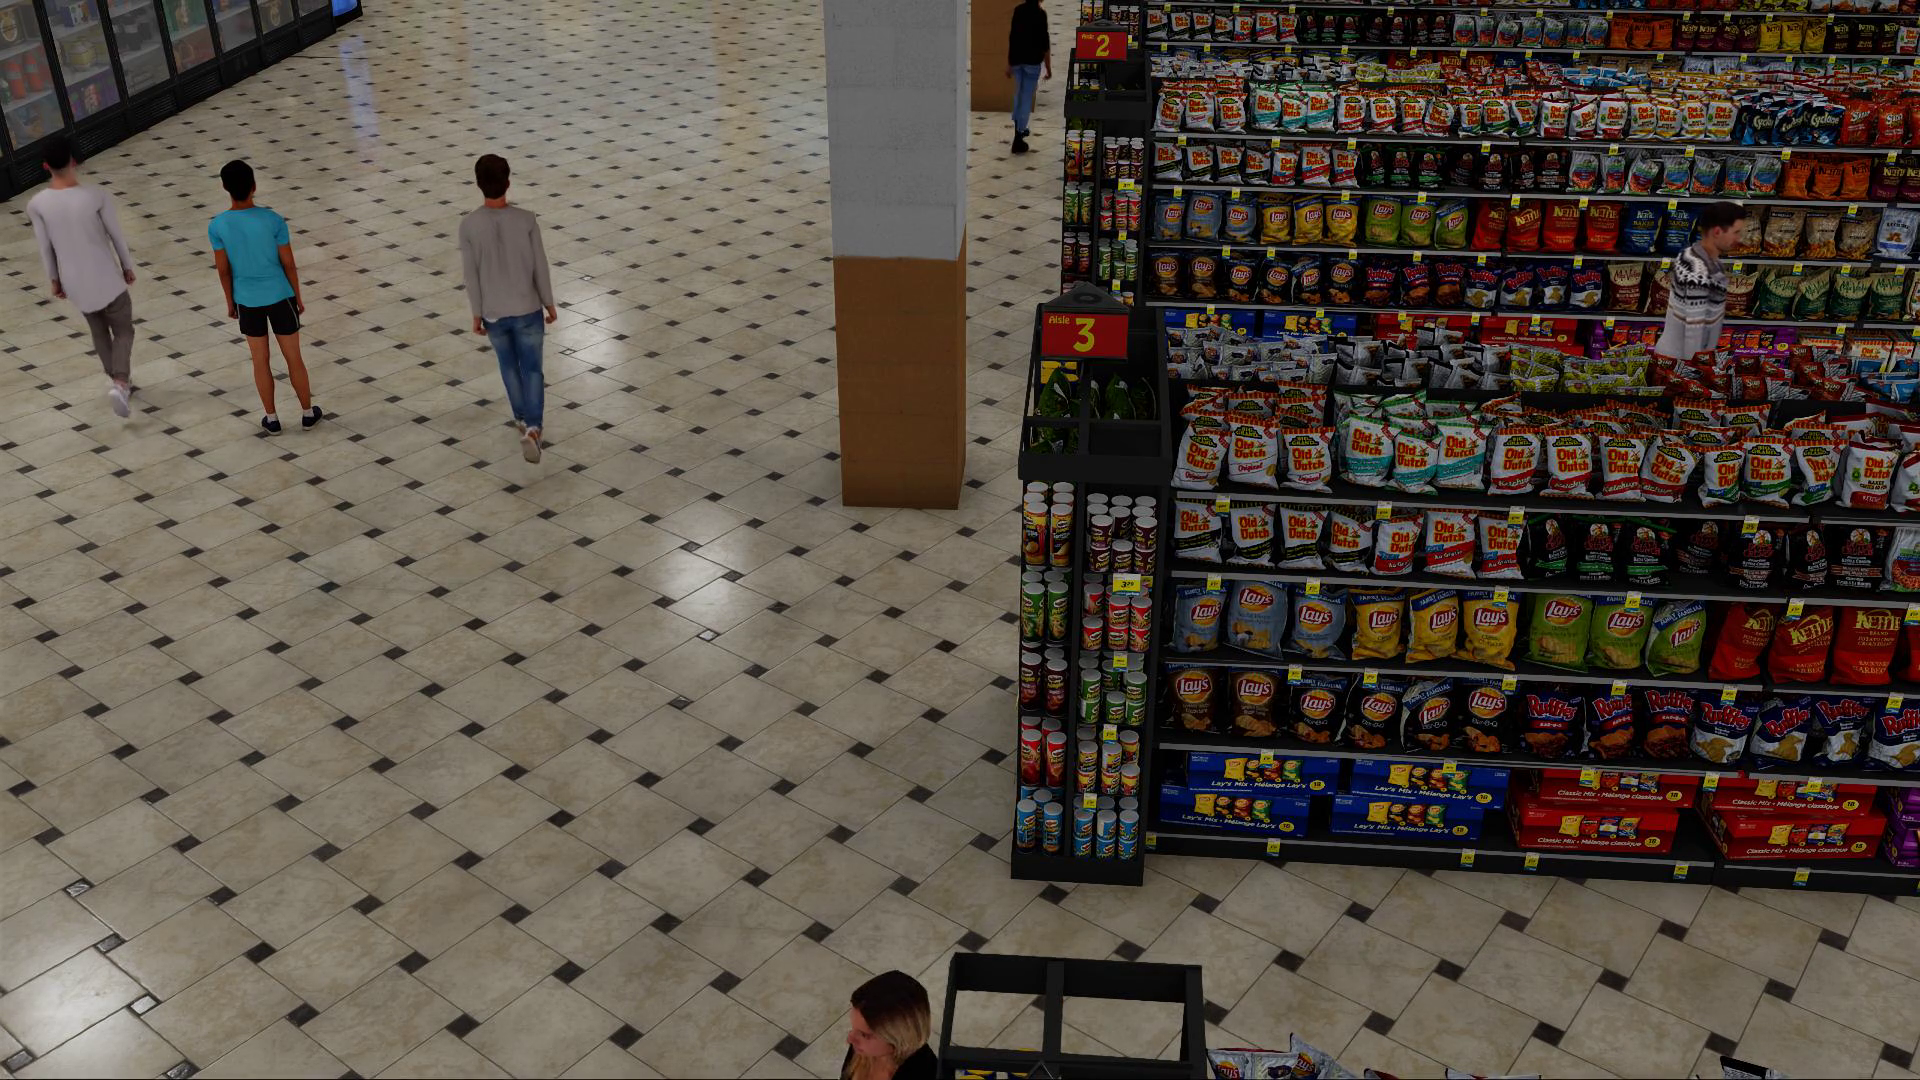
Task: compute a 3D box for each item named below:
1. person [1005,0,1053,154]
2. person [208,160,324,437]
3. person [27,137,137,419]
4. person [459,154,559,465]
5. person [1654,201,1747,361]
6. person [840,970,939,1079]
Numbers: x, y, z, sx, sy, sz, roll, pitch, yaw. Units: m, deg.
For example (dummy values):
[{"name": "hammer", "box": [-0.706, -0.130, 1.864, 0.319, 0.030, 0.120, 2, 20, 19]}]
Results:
[{"name": "person", "box": [0.631, -4.633, 16.343, 0.895, 1.675, 0.907, 16, 33, 27]}, {"name": "person", "box": [-4.404, -1.517, 10.530, 0.601, 1.776, 0.743, -9, 30, -17]}, {"name": "person", "box": [-5.616, -1.673, 10.772, 1.110, 1.818, 0.949, -7, 29, -12]}, {"name": "person", "box": [-2.741, -1.365, 10.148, 1.180, 1.874, 0.951, -5, 29, -10]}, {"name": "person", "box": [4.162, -1.054, 9.594, 0.612, 1.860, 0.714, 6, 29, 12]}, {"name": "person", "box": [-0.060, 1.790, 4.615, 1.045, 1.640, 0.921, -14, 32, -24]}]
